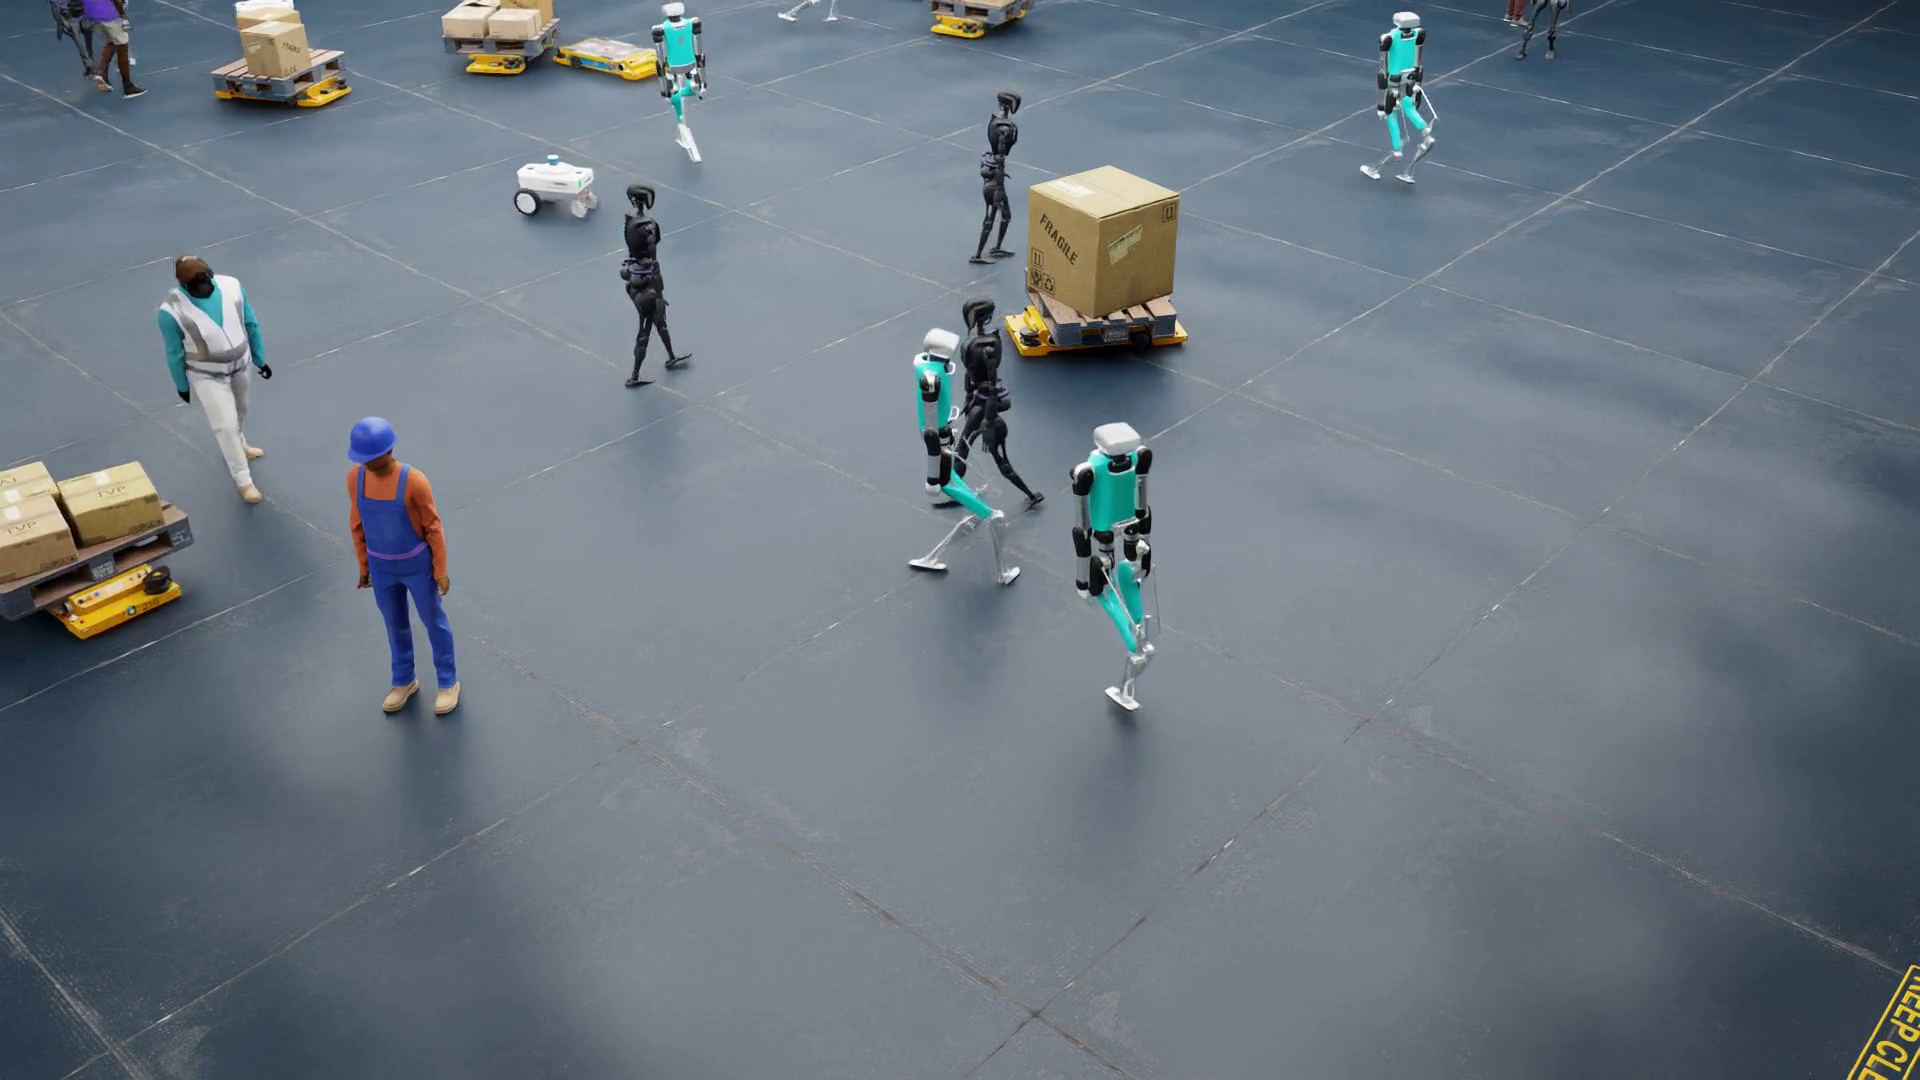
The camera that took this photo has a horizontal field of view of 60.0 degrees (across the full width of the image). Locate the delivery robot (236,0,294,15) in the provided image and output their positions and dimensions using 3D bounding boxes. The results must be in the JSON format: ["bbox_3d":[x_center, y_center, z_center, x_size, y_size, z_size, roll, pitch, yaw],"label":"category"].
[{"bbox_3d":[-9.225,-7.003,22.168,0.803,0.603,0.499,-11,33,-17],"label":"delivery robot"}]

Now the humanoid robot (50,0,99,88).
[{"bbox_3d":[-10.583,-6.265,19.958,0.761,1.635,0.597,26,40,36],"label":"humanoid robot"}]

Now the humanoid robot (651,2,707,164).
[{"bbox_3d":[-3.001,-4.845,17.585,0.578,1.740,1.036,-15,35,-23],"label":"humanoid robot"}]

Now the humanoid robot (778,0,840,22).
[{"bbox_3d":[-1.961,-7.700,22.229,1.076,1.764,0.565,11,34,17],"label":"humanoid robot"}]

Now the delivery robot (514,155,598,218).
[{"bbox_3d":[-4.036,-3.536,16.572,0.774,0.588,0.499,7,33,11],"label":"delivery robot"}]

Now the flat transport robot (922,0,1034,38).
[{"bbox_3d":[0.264,-7.090,22.572,0.659,0.231,1.431,18,36,26],"label":"flat transport robot"}]

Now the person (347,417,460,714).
[{"bbox_3d":[-3.143,0.145,9.375,0.522,1.902,0.381,4,32,7],"label":"person"}]

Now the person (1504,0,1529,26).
[{"bbox_3d":[7.640,-7.840,22.324,0.381,1.806,0.550,-3,32,-5],"label":"person"}]

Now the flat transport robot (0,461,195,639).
[{"bbox_3d":[-5.774,0.185,10.856,1.431,0.231,0.659,24,39,33],"label":"flat transport robot"}]

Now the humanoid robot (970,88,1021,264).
[{"bbox_3d":[0.319,-3.321,15.177,0.416,1.637,0.612,0,32,0],"label":"humanoid robot"}]

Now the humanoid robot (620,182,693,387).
[{"bbox_3d":[-2.429,-2.033,13.109,0.654,1.632,0.616,-17,36,-25],"label":"humanoid robot"}]

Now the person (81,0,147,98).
[{"bbox_3d":[-10.038,-6.167,19.501,0.682,1.940,0.532,14,35,22],"label":"person"}]

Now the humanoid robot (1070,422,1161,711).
[{"bbox_3d":[0.984,0.268,9.374,0.540,1.824,0.764,-20,37,-29],"label":"humanoid robot"}]

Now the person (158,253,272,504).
[{"bbox_3d":[-5.211,-1.202,11.648,0.776,1.811,0.639,19,37,28],"label":"person"}]

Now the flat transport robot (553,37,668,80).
[{"bbox_3d":[-4.378,-6.056,20.905,1.431,0.231,0.659,20,37,29],"label":"flat transport robot"}]

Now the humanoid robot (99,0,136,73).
[{"bbox_3d":[-10.499,-6.616,20.449,0.531,1.827,0.718,-11,34,-17],"label":"humanoid robot"}]

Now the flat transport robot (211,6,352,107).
[{"bbox_3d":[-8.082,-5.394,19.839,1.431,0.231,0.659,9,33,14],"label":"flat transport robot"}]

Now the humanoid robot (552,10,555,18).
[{"bbox_3d":[-5.772,-7.794,22.371,0.599,1.654,0.420,-15,35,-23],"label":"humanoid robot"}]

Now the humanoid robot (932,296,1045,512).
[{"bbox_3d":[0.206,-0.906,11.345,0.767,1.634,0.604,-8,33,-13],"label":"humanoid robot"}]

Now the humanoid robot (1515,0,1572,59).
[{"bbox_3d":[7.434,-6.880,20.910,0.593,1.637,0.420,16,35,24],"label":"humanoid robot"}]

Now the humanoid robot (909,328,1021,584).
[{"bbox_3d":[0.105,-0.481,10.583,0.895,1.830,0.536,2,32,3],"label":"humanoid robot"}]

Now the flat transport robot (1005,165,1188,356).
[{"bbox_3d":[1.146,-1.836,14.111,1.431,0.231,0.659,-6,32,-9],"label":"flat transport robot"}]

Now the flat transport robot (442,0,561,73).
[{"bbox_3d":[-5.778,-6.222,21.173,0.659,0.231,1.431,3,32,5],"label":"flat transport robot"}]

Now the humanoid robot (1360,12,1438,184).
[{"bbox_3d":[4.541,-4.399,16.862,0.542,1.768,0.912,-15,35,-22],"label":"humanoid robot"}]
